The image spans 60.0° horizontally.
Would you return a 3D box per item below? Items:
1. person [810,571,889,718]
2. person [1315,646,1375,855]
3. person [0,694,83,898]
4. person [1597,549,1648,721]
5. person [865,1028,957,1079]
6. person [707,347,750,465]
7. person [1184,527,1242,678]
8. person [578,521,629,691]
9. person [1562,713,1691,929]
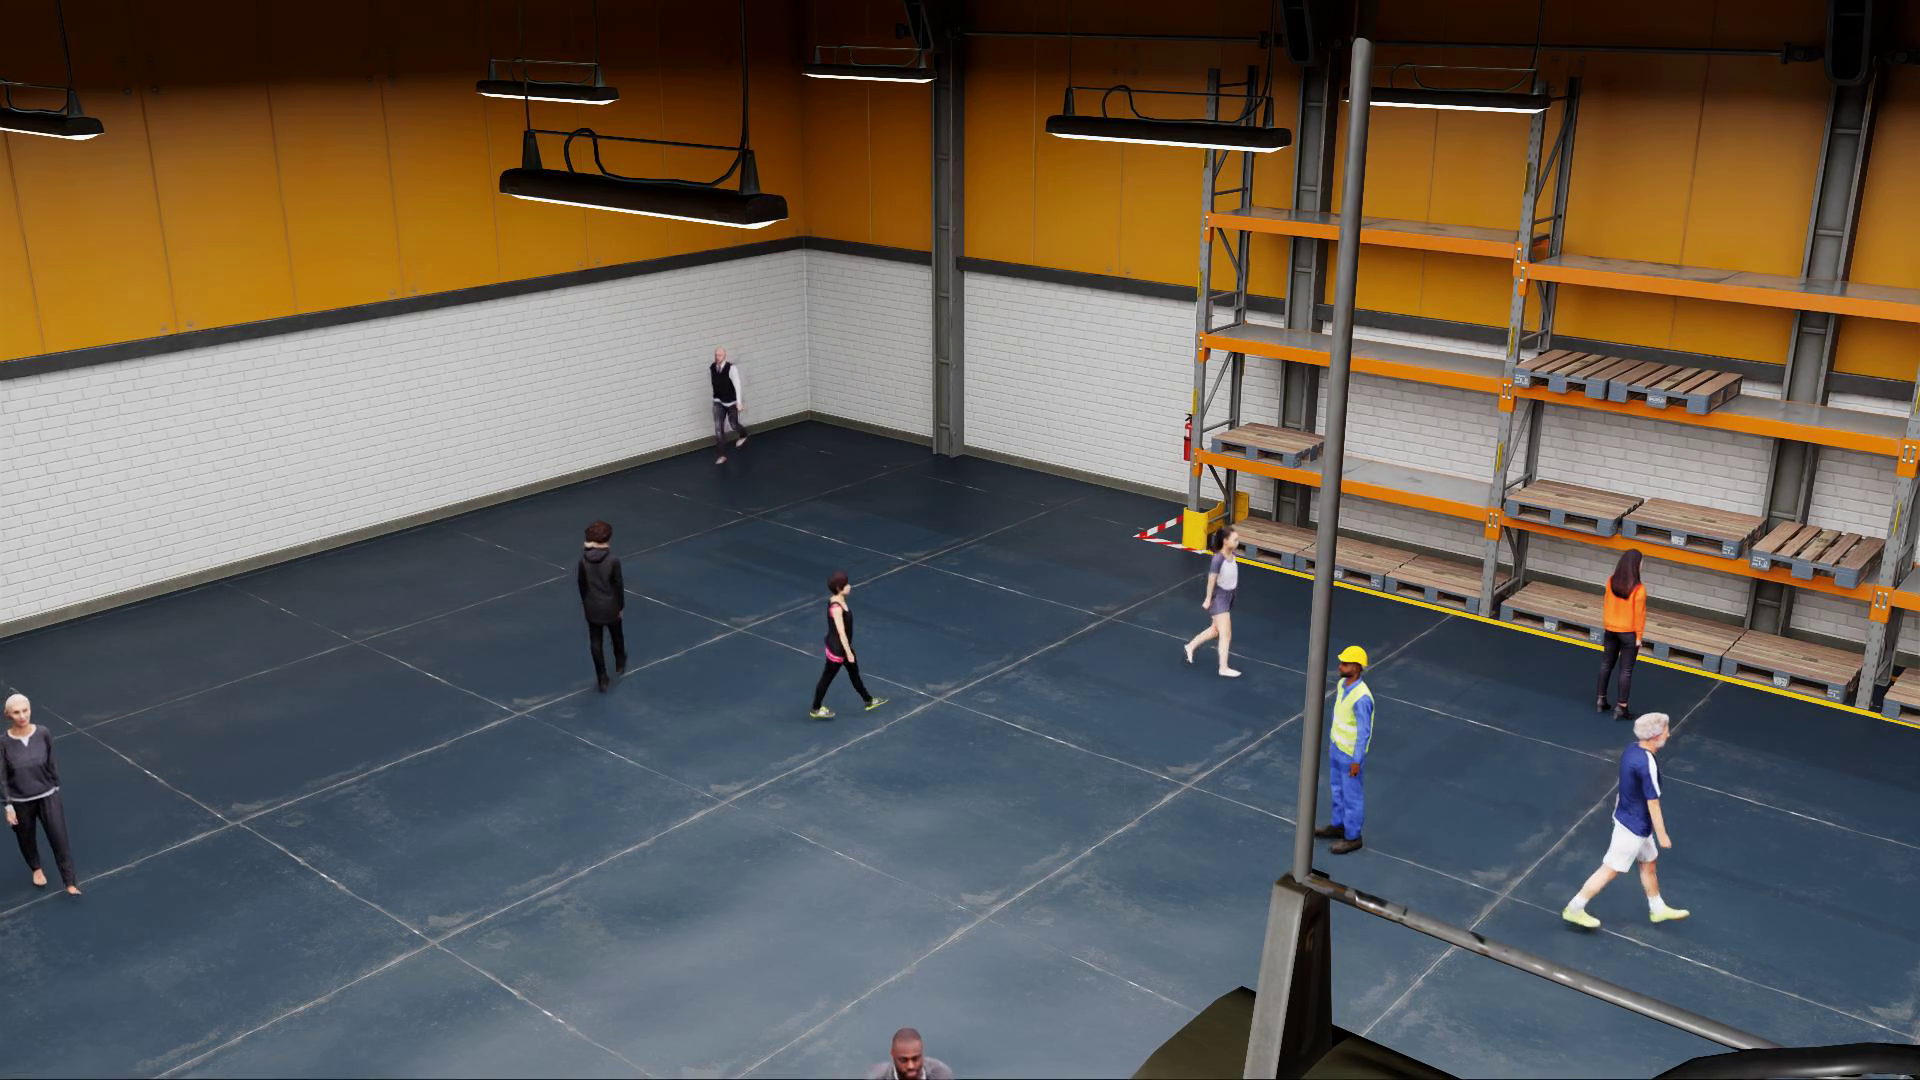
[{"bbox_3d":[-1.278,1.066,16.382,1.050,1.510,0.964,-1,19,-2],"label":"person"},{"bbox_3d":[3.255,1.736,13.917,0.812,1.812,0.721,-4,19,-11],"label":"person"},{"bbox_3d":[-7.434,2.020,13.270,0.768,1.688,1.113,-14,23,-35],"label":"person"},{"bbox_3d":[6.545,0.920,16.440,0.753,1.749,0.618,-10,21,-27],"label":"person"},{"bbox_3d":[-0.280,3.384,9.060,1.035,1.790,1.137,-6,20,-17],"label":"person"},{"bbox_3d":[-3.520,-2.070,25.289,1.254,1.768,1.067,6,20,18],"label":"person"},{"bbox_3d":[2.658,0.634,17.493,0.954,1.619,0.680,13,23,34],"label":"person"},{"bbox_3d":[-3.687,0.707,17.079,1.041,1.746,1.068,0,19,-1],"label":"person"},{"bbox_3d":[5.035,2.175,12.647,1.289,1.791,1.054,3,19,9],"label":"person"}]
